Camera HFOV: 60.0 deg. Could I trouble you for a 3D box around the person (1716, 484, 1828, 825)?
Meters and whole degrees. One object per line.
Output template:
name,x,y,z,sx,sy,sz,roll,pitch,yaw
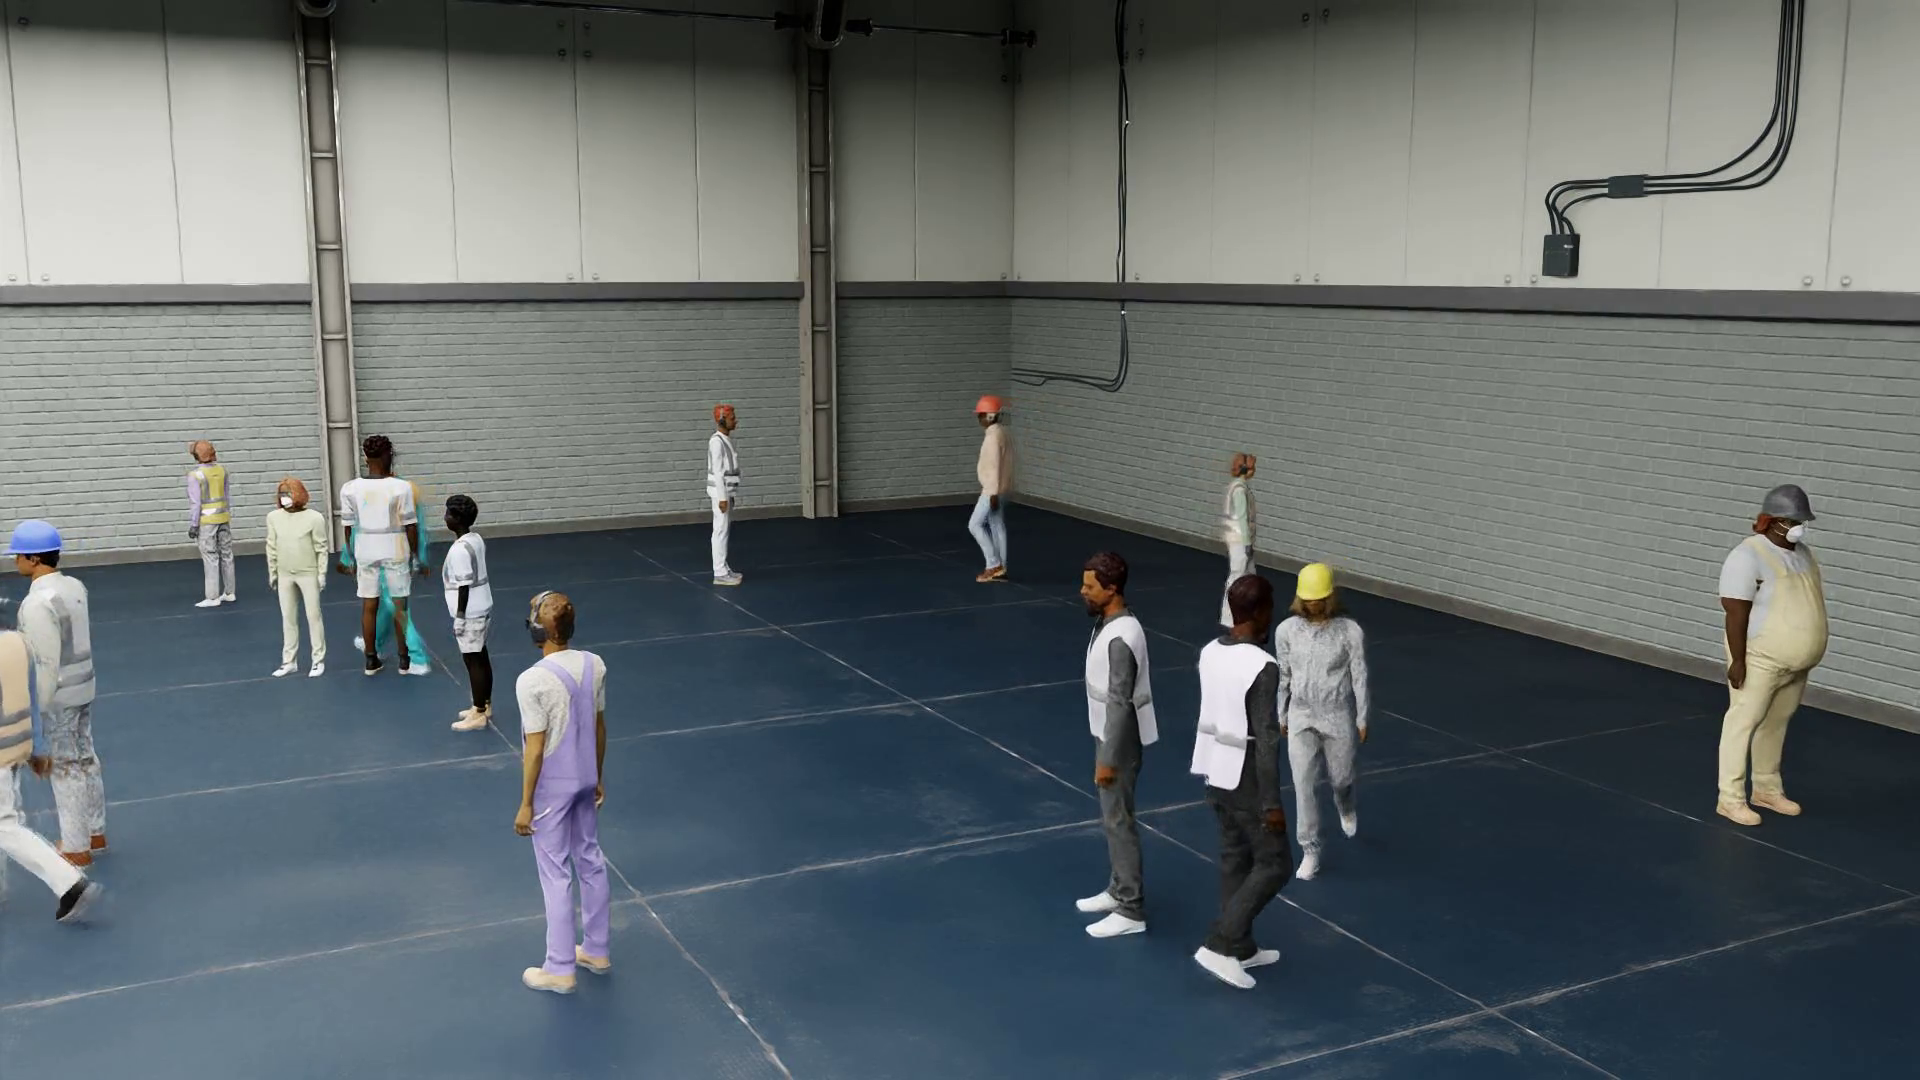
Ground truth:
person,4.865,0.671,9.896,0.688,2.000,0.536,-5,10,-28

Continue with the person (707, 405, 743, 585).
person,-2.468,-0.477,17.450,0.354,1.883,0.573,0,9,-1

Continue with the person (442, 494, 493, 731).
person,-3.520,0.515,11.908,0.322,1.697,0.533,0,9,-3

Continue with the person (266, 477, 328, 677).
person,-5.347,0.298,13.439,0.501,1.633,0.283,1,9,6

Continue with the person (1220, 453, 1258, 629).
person,2.605,0.019,15.196,0.413,1.633,0.546,2,9,9

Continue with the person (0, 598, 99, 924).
person,-4.773,1.054,8.296,0.855,1.803,0.589,0,9,-1

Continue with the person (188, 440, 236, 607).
person,-7.319,-0.160,16.252,0.311,1.639,0.512,3,10,16

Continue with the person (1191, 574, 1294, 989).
person,1.316,1.103,7.635,0.479,1.907,0.657,-3,10,-18

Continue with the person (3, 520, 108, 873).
person,-4.930,0.851,9.070,0.404,1.945,0.615,-2,9,-10

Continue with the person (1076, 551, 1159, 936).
person,0.788,1.000,8.296,0.390,1.910,0.594,0,9,-1

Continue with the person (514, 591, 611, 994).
person,-1.820,1.140,7.602,0.328,1.844,0.517,5,11,30

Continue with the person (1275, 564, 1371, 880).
person,2.003,0.951,9.155,0.537,1.708,0.703,4,10,23

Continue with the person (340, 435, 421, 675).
person,-4.682,0.123,13.501,0.605,1.966,0.367,0,9,-1

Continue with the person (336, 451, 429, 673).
person,-4.749,0.151,13.686,1.050,1.851,0.603,5,11,29

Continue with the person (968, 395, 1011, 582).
person,0.299,-0.524,17.438,0.478,1.978,0.655,1,9,7
